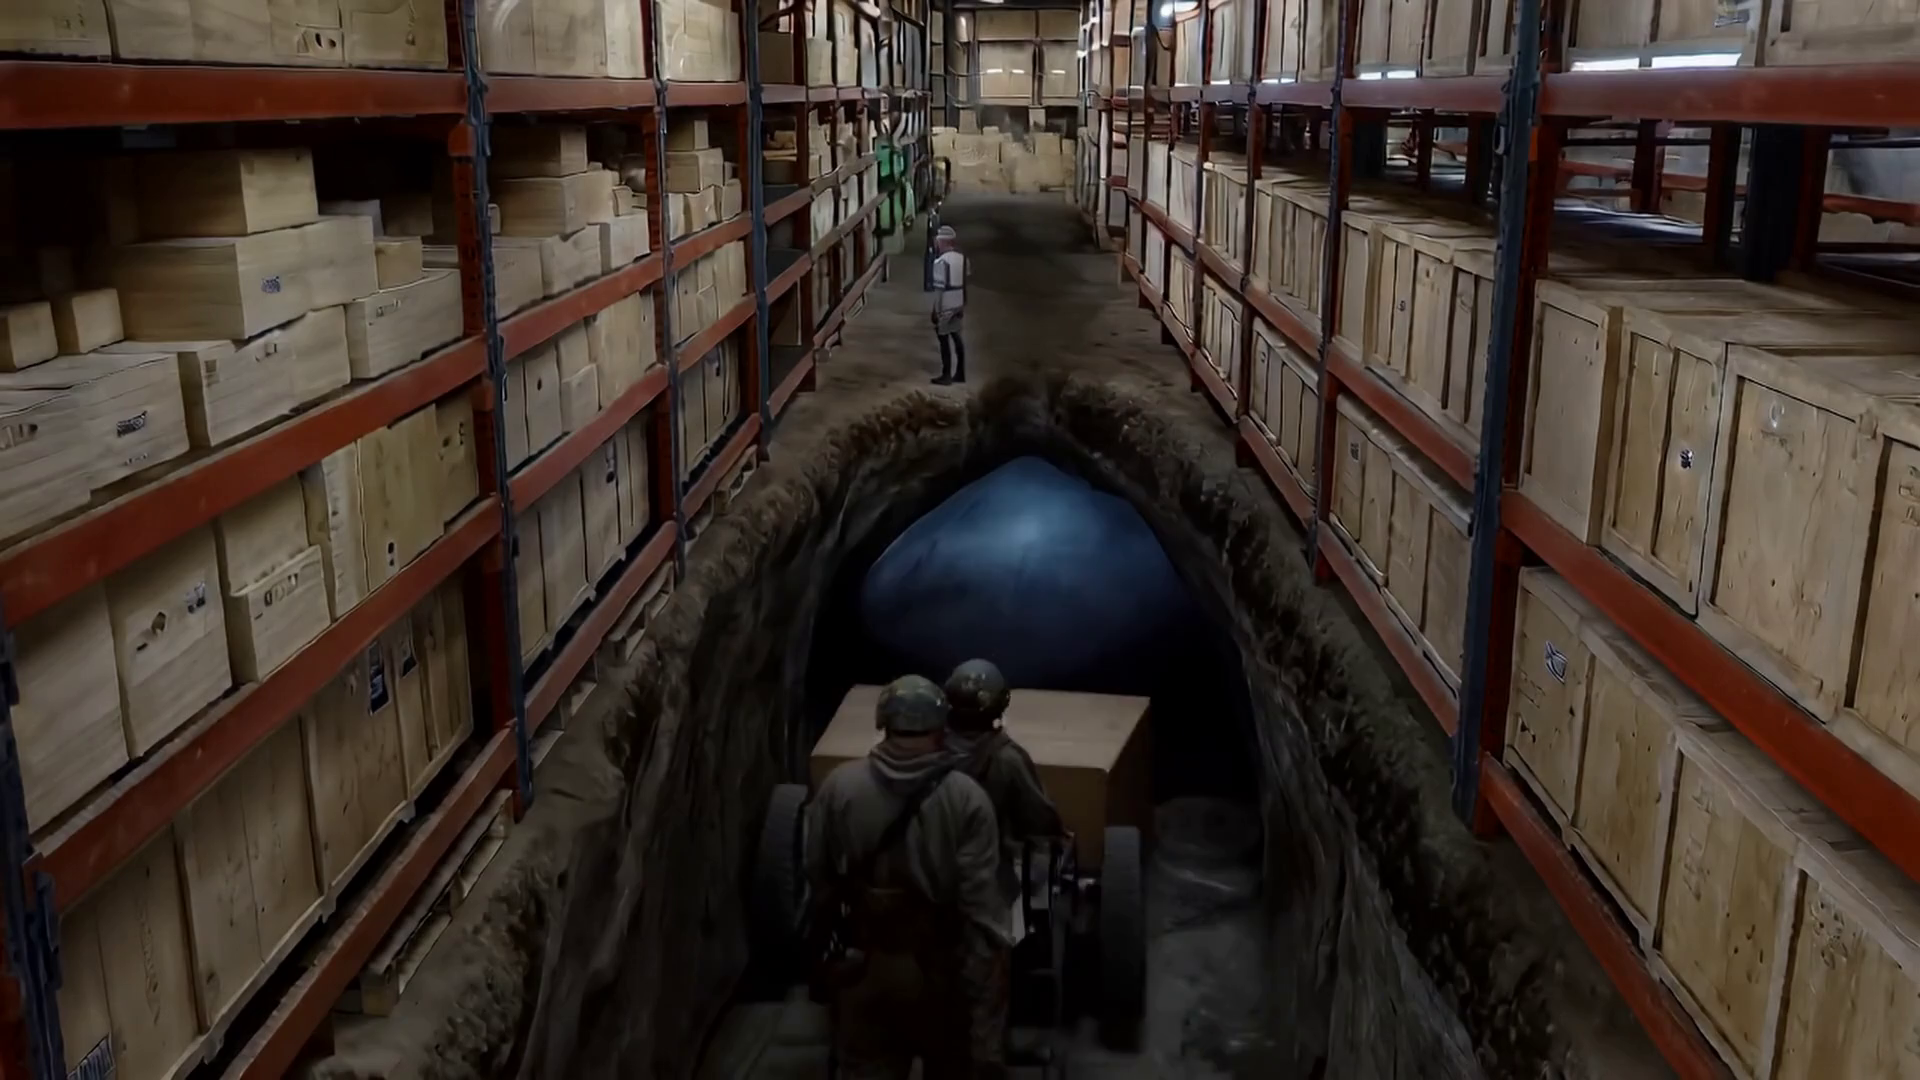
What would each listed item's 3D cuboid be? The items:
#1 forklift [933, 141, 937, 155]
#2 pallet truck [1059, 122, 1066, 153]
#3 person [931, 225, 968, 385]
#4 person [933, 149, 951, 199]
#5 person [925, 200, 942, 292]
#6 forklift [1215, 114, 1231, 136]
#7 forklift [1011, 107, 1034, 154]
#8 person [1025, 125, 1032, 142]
[{"bbox_3d":[-2.139,-20.337,83.460,1.873,2.768,1.129,2,15,8],"label":"forklift"},{"bbox_3d":[5.788,-21.111,88.014,1.885,1.965,0.823,5,16,18],"label":"pallet truck"},{"bbox_3d":[-0.152,-2.846,20.203,0.400,1.929,0.546,13,20,40],"label":"person"},{"bbox_3d":[-0.647,-12.302,55.907,0.888,1.636,0.627,10,18,33],"label":"person"},{"bbox_3d":[-0.459,-5.228,29.627,0.280,1.625,0.492,6,16,21],"label":"person"},{"bbox_3d":[8.765,-13.181,56.834,1.873,2.768,1.129,-12,19,-37],"label":"forklift"},{"bbox_3d":[2.868,-19.811,81.503,1.873,2.768,1.129,10,18,32],"label":"forklift"},{"bbox_3d":[3.396,-20.098,84.419,0.592,1.906,0.757,3,15,13],"label":"person"}]
